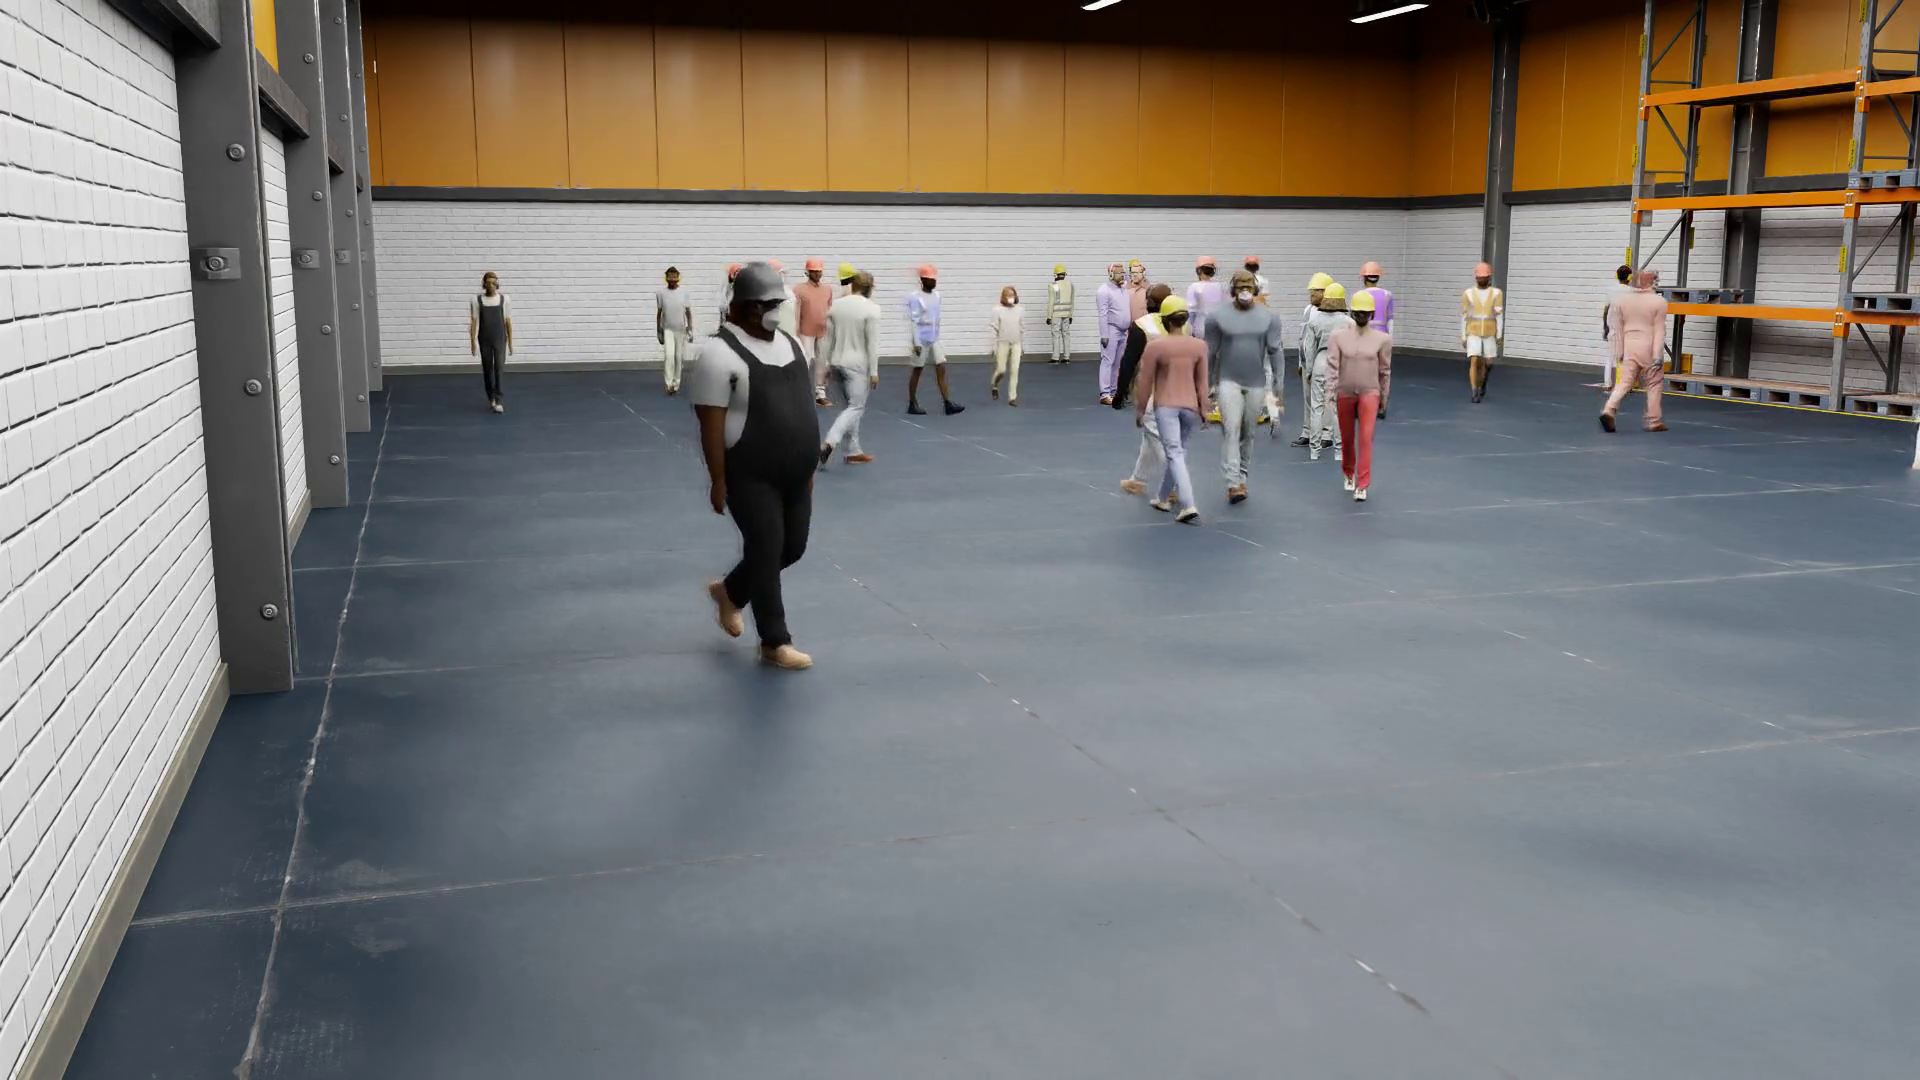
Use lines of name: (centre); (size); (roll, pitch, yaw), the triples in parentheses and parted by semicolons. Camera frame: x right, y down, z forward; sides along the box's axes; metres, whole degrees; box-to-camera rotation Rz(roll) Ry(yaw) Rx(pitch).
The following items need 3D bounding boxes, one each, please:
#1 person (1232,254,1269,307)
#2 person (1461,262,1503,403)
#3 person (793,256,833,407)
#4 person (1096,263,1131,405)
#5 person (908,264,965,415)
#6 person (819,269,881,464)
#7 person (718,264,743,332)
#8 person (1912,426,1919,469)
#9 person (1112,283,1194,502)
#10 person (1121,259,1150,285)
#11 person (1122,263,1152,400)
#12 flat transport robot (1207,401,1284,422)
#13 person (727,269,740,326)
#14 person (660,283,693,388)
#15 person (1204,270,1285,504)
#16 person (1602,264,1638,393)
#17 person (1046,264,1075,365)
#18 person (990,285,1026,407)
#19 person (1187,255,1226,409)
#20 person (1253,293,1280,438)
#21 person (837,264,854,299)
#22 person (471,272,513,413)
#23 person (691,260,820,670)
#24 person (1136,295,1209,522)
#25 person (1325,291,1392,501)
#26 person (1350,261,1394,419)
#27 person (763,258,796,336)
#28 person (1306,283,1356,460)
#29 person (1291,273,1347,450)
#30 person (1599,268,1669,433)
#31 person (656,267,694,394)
person: (4.873, -3.783, 27.947); (0.613, 2.025, 0.568); (3, 10, 16)
person: (7.150, -2.849, 22.836); (0.547, 1.922, 0.681); (2, 10, 11)
person: (-1.925, -2.747, 22.017); (0.623, 1.992, 0.395); (-7, 12, -35)
person: (2.100, -2.776, 22.444); (0.409, 1.909, 0.642); (7, 12, 35)
person: (-0.336, -2.492, 20.824); (0.562, 1.895, 0.904); (-9, 13, -43)
person: (-1.106, -1.626, 15.818); (0.751, 1.902, 0.638); (-9, 13, -42)
person: (-3.478, -3.267, 25.389); (0.661, 1.883, 0.367); (9, 13, 43)
person: (9.314, -1.512, 15.393); (0.623, 1.810, 0.832); (-7, 12, -34)
person: (1.620, -1.220, 13.774); (0.633, 1.801, 0.956); (-7, 12, -36)
person: (3.271, -4.309, 31.274); (0.588, 1.923, 0.383); (0, 10, 1)
person: (2.418, -2.845, 22.844); (0.641, 1.908, 0.407); (3, 10, 16)
flat transport robot: (3.539, -1.624, 20.505); (0.652, 0.197, 1.431); (4, 11, 22)
person: (-2.321, -1.975, 17.911); (0.326, 1.871, 0.516); (7, 12, 37)
person: (-4.334, -3.113, 25.237); (0.509, 1.614, 0.728); (-4, 11, -24)
person: (2.324, -1.241, 13.582); (0.657, 1.892, 0.975); (0, 10, -2)
person: (9.620, -3.064, 24.217); (0.515, 1.872, 0.328); (8, 12, 38)
person: (1.825, -4.131, 30.501); (0.600, 1.831, 0.404); (-7, 12, -35)
person: (0.630, -2.601, 22.266); (0.507, 1.615, 0.539); (-3, 10, -18)
person: (3.194, -2.693, 21.671); (0.616, 2.016, 0.539); (-5, 11, -29)
person: (3.297, -1.909, 18.255); (0.492, 1.613, 0.701); (-2, 10, -11)
person: (-1.705, -3.369, 26.000); (0.388, 1.881, 0.678); (0, 10, 2)
person: (-6.059, -2.569, 21.537); (0.517, 1.807, 0.958); (-3, 10, -14)
person: (-1.031, -0.401, 8.304); (0.770, 2.000, 0.689); (7, 12, 37)
person: (1.649, -1.015, 12.793); (0.539, 1.718, 0.937); (-3, 10, -18)
person: (3.351, -1.230, 14.010); (0.525, 1.730, 0.869); (3, 10, 18)
person: (5.042, -2.447, 20.448); (0.549, 1.938, 0.368); (-1, 10, -6)
person: (-2.099, -2.170, 18.747); (0.524, 1.977, 0.676); (9, 13, 41)
person: (3.672, -1.662, 16.464); (0.492, 1.742, 0.316); (4, 11, 24)
person: (3.729, -1.856, 17.330); (0.404, 1.832, 0.597); (-6, 11, -31)
person: (7.706, -2.143, 18.897); (0.898, 1.878, 0.652); (-6, 11, -30)
person: (-4.107, -3.003, 23.988); (0.510, 1.828, 0.948); (-2, 10, -14)
